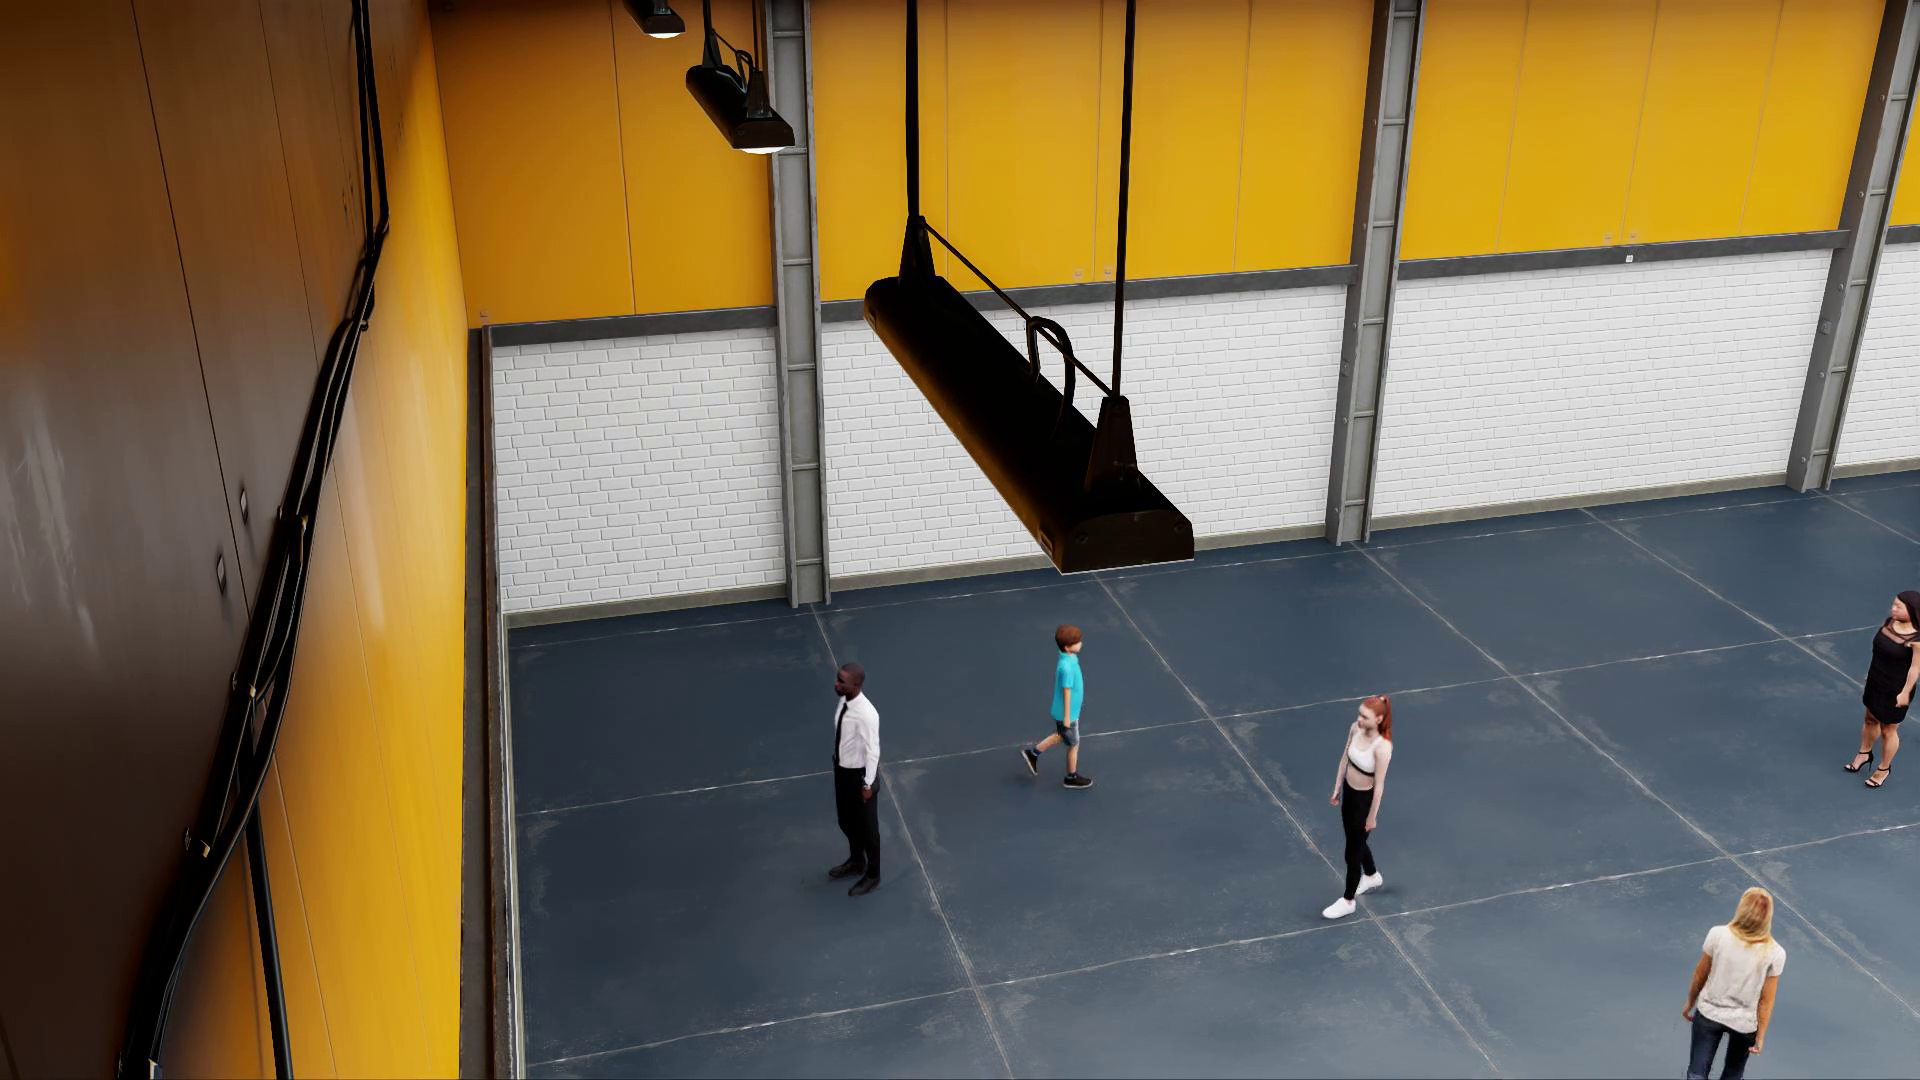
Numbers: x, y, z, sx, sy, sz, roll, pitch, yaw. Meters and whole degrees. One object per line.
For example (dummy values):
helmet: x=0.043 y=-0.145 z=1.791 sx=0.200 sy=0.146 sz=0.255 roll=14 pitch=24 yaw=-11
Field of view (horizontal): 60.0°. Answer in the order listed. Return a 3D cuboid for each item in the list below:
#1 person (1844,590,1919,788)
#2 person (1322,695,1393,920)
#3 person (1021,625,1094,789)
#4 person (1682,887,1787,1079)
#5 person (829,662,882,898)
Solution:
person: x=7.512 y=1.186 z=13.425 sx=0.626 sy=1.718 sz=0.670 roll=-3 pitch=24 yaw=-7
person: x=2.891 y=1.854 z=11.852 sx=0.807 sy=1.753 sz=0.610 roll=-8 pitch=25 yaw=-17
person: x=0.790 y=1.343 z=13.420 sx=0.877 sy=1.434 sz=0.670 roll=1 pitch=24 yaw=3
person: x=4.402 y=2.836 z=9.568 sx=1.098 sy=1.784 sz=1.148 roll=12 pitch=26 yaw=25
person: x=-0.740 y=1.705 z=12.088 sx=0.629 sy=1.836 sz=0.694 roll=-13 pitch=27 yaw=-28
